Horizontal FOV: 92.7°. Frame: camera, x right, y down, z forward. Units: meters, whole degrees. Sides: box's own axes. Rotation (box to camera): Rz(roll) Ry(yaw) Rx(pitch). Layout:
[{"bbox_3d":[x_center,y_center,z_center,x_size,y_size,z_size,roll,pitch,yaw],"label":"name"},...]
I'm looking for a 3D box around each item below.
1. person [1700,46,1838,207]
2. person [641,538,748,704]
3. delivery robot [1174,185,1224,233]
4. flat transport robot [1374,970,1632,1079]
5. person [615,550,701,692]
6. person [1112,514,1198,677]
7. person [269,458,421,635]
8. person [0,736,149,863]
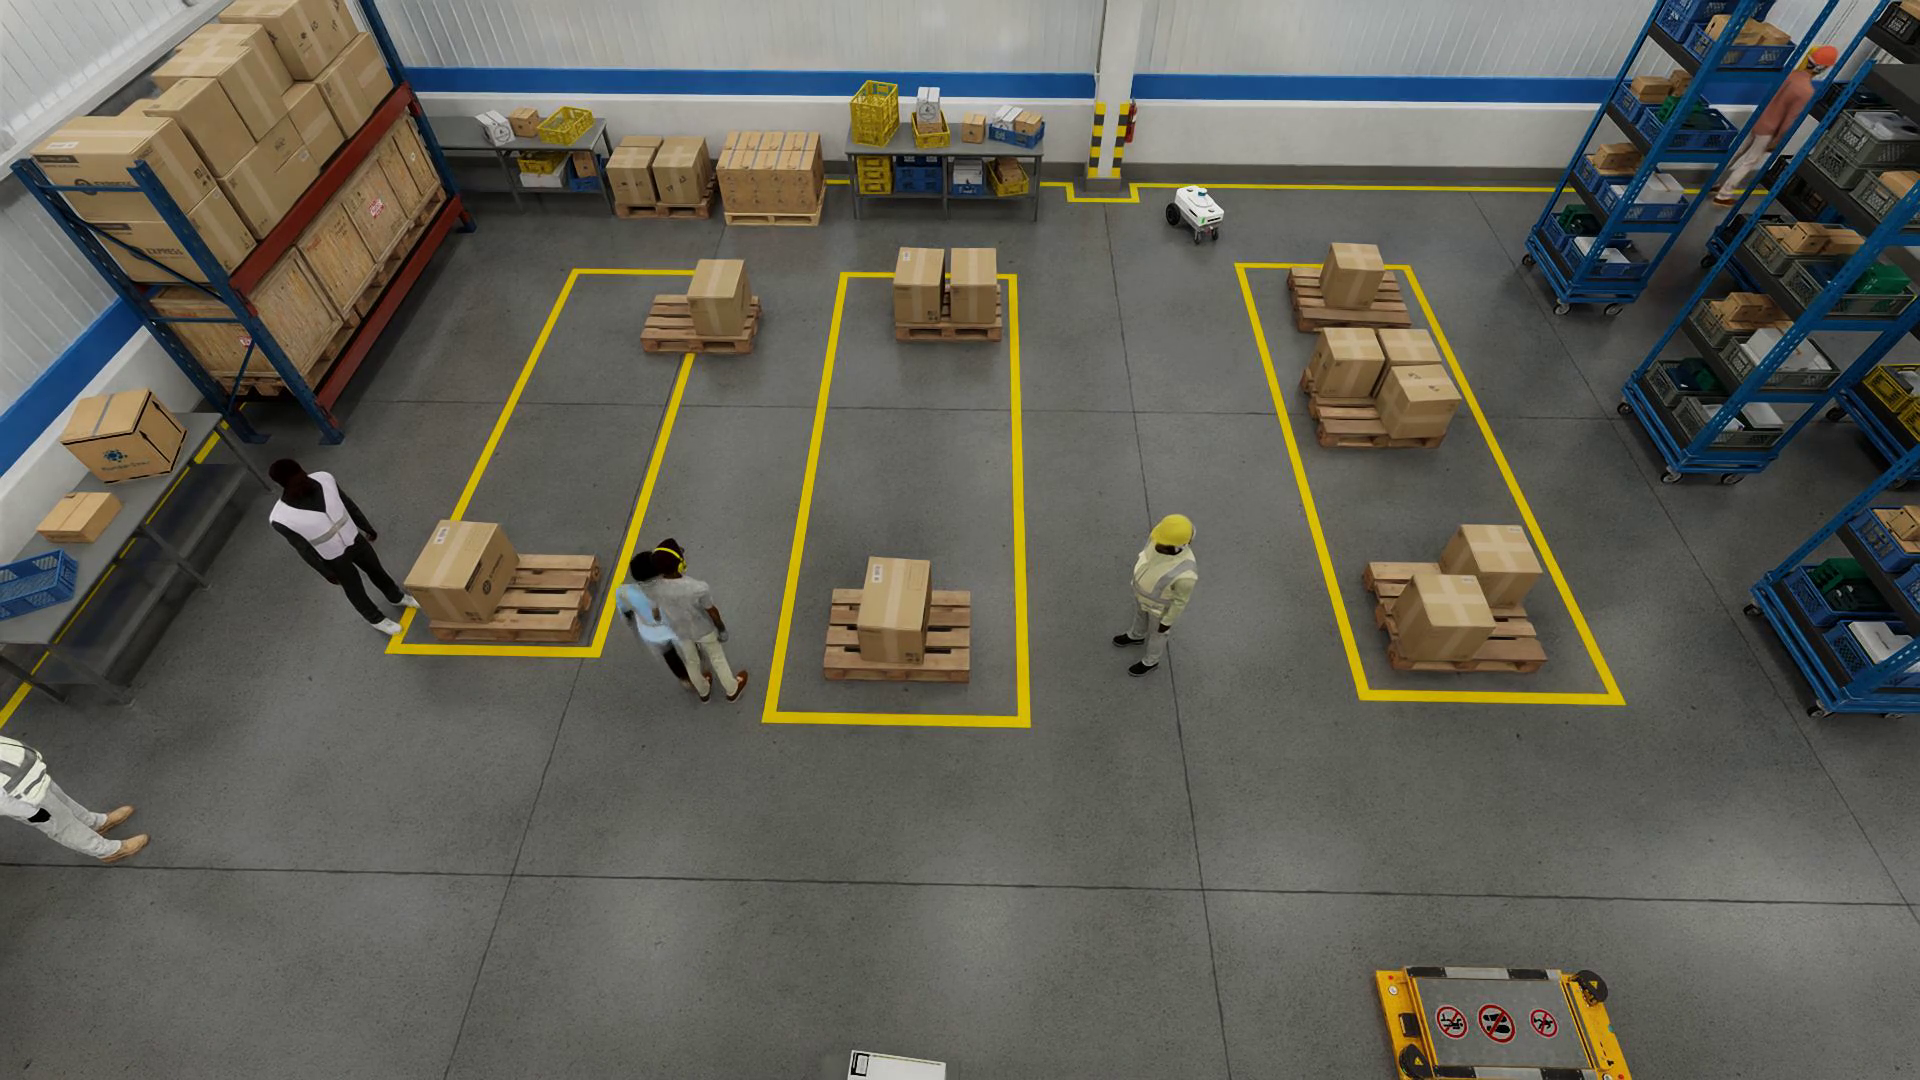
[{"bbox_3d":[10.296,-5.235,11.642,0.422,1.984,0.619,3,51,3],"label":"person"},{"bbox_3d":[-2.015,0.652,6.919,0.517,1.862,0.334,3,51,2],"label":"person"},{"bbox_3d":[3.047,-4.236,11.681,0.477,0.478,0.707,-17,53,-14],"label":"delivery robot"},{"bbox_3d":[3.501,3.133,5.914,1.431,0.197,0.652,1,51,1],"label":"flat transport robot"},{"bbox_3d":[-2.312,0.576,7.103,0.584,1.672,0.542,-16,53,-13],"label":"person"},{"bbox_3d":[1.521,0.417,7.126,0.404,1.835,0.590,-13,52,-10],"label":"person"},{"bbox_3d":[-4.989,0.043,7.386,0.399,1.914,0.591,11,52,9],"label":"person"},{"bbox_3d":[-6.285,1.639,6.124,0.626,1.846,0.429,37,60,26],"label":"person"}]
